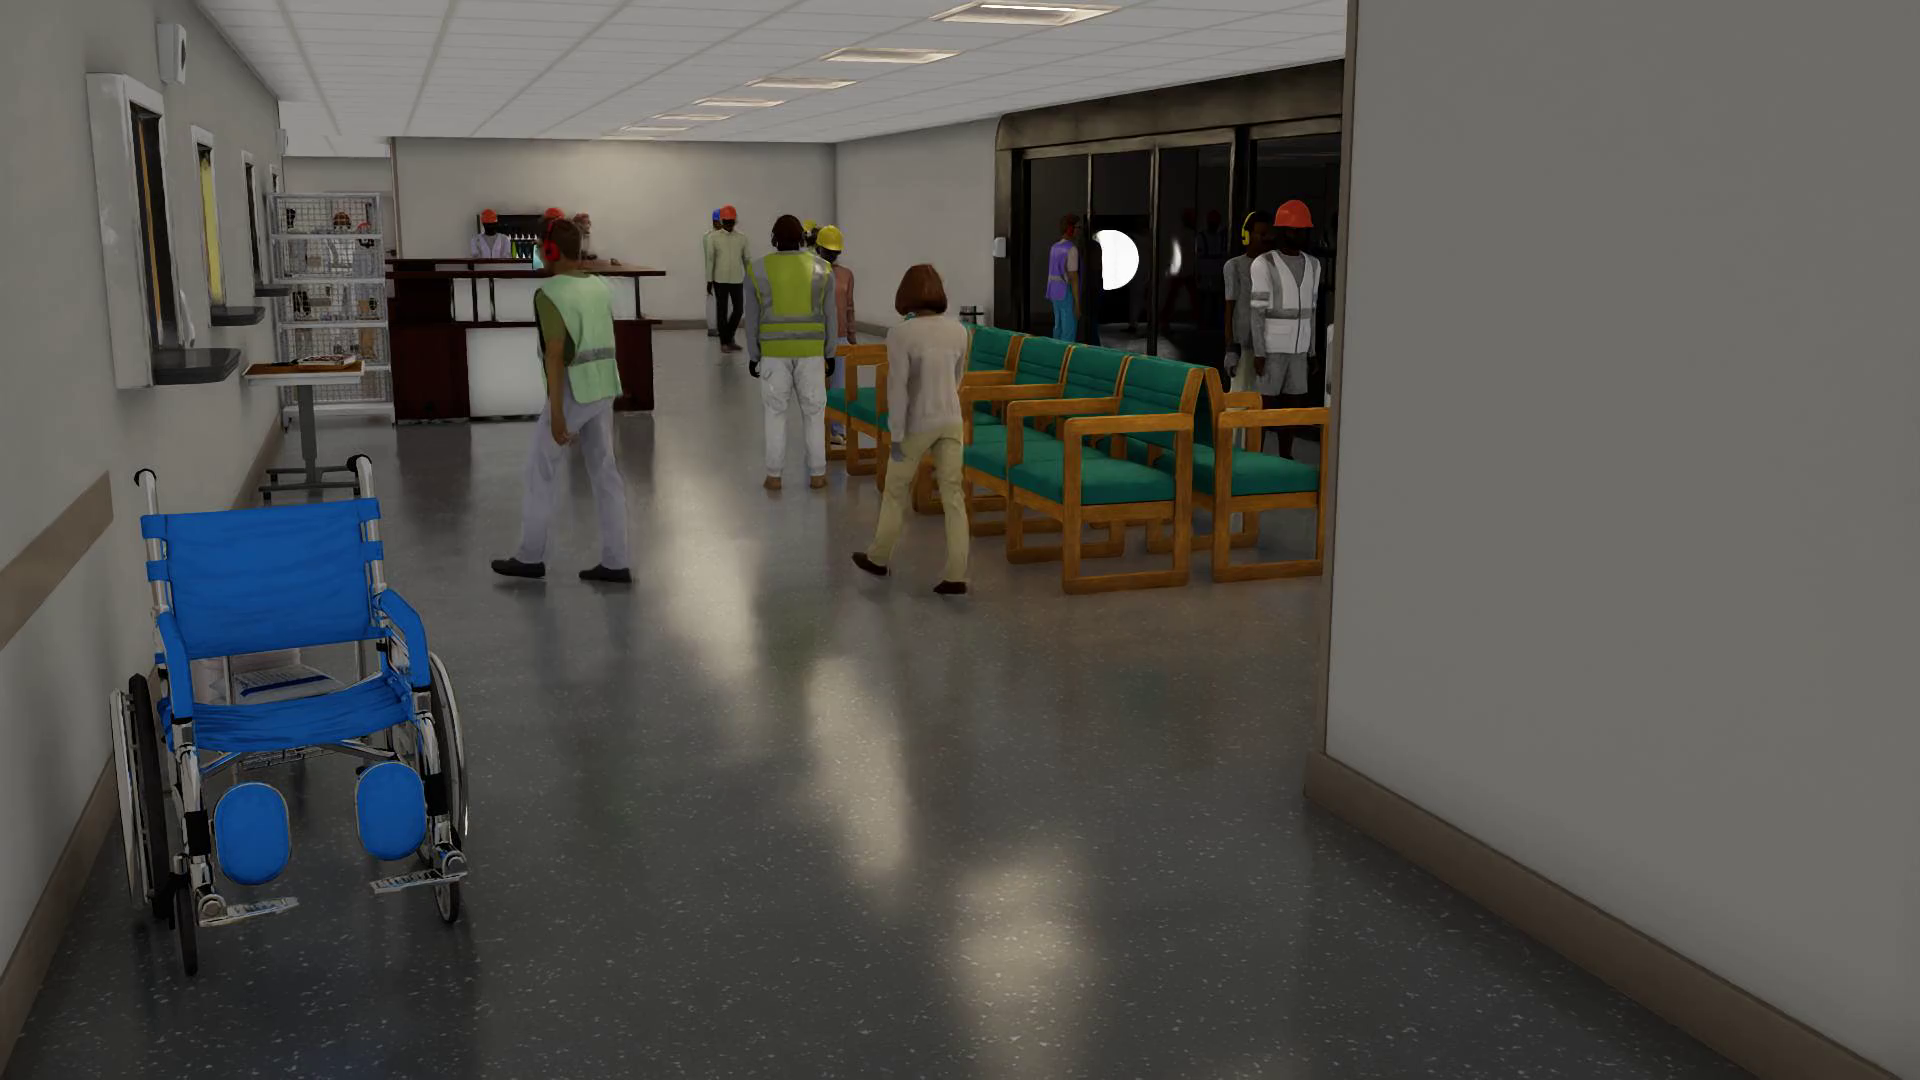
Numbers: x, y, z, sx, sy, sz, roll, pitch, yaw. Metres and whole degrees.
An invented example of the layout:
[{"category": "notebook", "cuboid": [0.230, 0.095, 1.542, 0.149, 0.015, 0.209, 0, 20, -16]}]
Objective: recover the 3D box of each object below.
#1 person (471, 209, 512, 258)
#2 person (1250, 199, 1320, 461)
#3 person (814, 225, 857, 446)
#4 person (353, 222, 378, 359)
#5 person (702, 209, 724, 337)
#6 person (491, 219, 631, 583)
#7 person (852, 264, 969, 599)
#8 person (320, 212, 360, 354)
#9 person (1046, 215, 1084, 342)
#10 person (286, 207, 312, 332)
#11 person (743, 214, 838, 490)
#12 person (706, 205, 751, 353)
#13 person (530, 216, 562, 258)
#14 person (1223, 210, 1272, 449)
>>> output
[{"category": "person", "cuboid": [-6.517, -3.637, 23.204, 0.545, 1.931, 0.380, -3, 11, -14]}, {"category": "person", "cuboid": [2.197, -1.299, 11.175, 0.545, 1.939, 0.374, -6, 12, -26]}, {"category": "person", "cuboid": [-1.043, -1.601, 13.190, 0.523, 1.760, 0.327, -8, 13, -34]}, {"category": "person", "cuboid": [-7.271, -3.019, 20.473, 0.335, 1.749, 0.575, -6, 13, -29]}, {"category": "person", "cuboid": [-3.707, -4.089, 25.488, 0.401, 1.938, 0.602, 4, 12, 20]}, {"category": "person", "cuboid": [-2.025, -0.684, 8.339, 0.837, 1.807, 0.577, 5, 12, 22]}, {"category": "person", "cuboid": [-0.211, -0.539, 8.158, 0.501, 1.591, 0.846, -7, 13, -33]}, {"category": "person", "cuboid": [-8.264, -3.446, 22.323, 0.355, 1.887, 0.574, 10, 15, 42]}, {"category": "person", "cuboid": [1.135, -2.560, 17.882, 0.390, 1.847, 0.563, -4, 12, -22]}, {"category": "person", "cuboid": [-10.553, -4.269, 26.341, 0.365, 1.964, 0.610, 3, 12, 17]}, {"category": "person", "cuboid": [-1.132, -1.251, 11.175, 0.627, 1.846, 0.429, -2, 11, -9]}, {"category": "person", "cuboid": [-3.133, -3.520, 22.478, 0.646, 1.980, 0.543, -5, 12, -22]}, {"category": "person", "cuboid": [-4.992, -3.082, 20.609, 0.429, 1.836, 0.633, 9, 14, 40]}, {"category": "person", "cuboid": [2.000, -1.303, 11.372, 0.507, 1.872, 0.329, -9, 14, -40]}]
